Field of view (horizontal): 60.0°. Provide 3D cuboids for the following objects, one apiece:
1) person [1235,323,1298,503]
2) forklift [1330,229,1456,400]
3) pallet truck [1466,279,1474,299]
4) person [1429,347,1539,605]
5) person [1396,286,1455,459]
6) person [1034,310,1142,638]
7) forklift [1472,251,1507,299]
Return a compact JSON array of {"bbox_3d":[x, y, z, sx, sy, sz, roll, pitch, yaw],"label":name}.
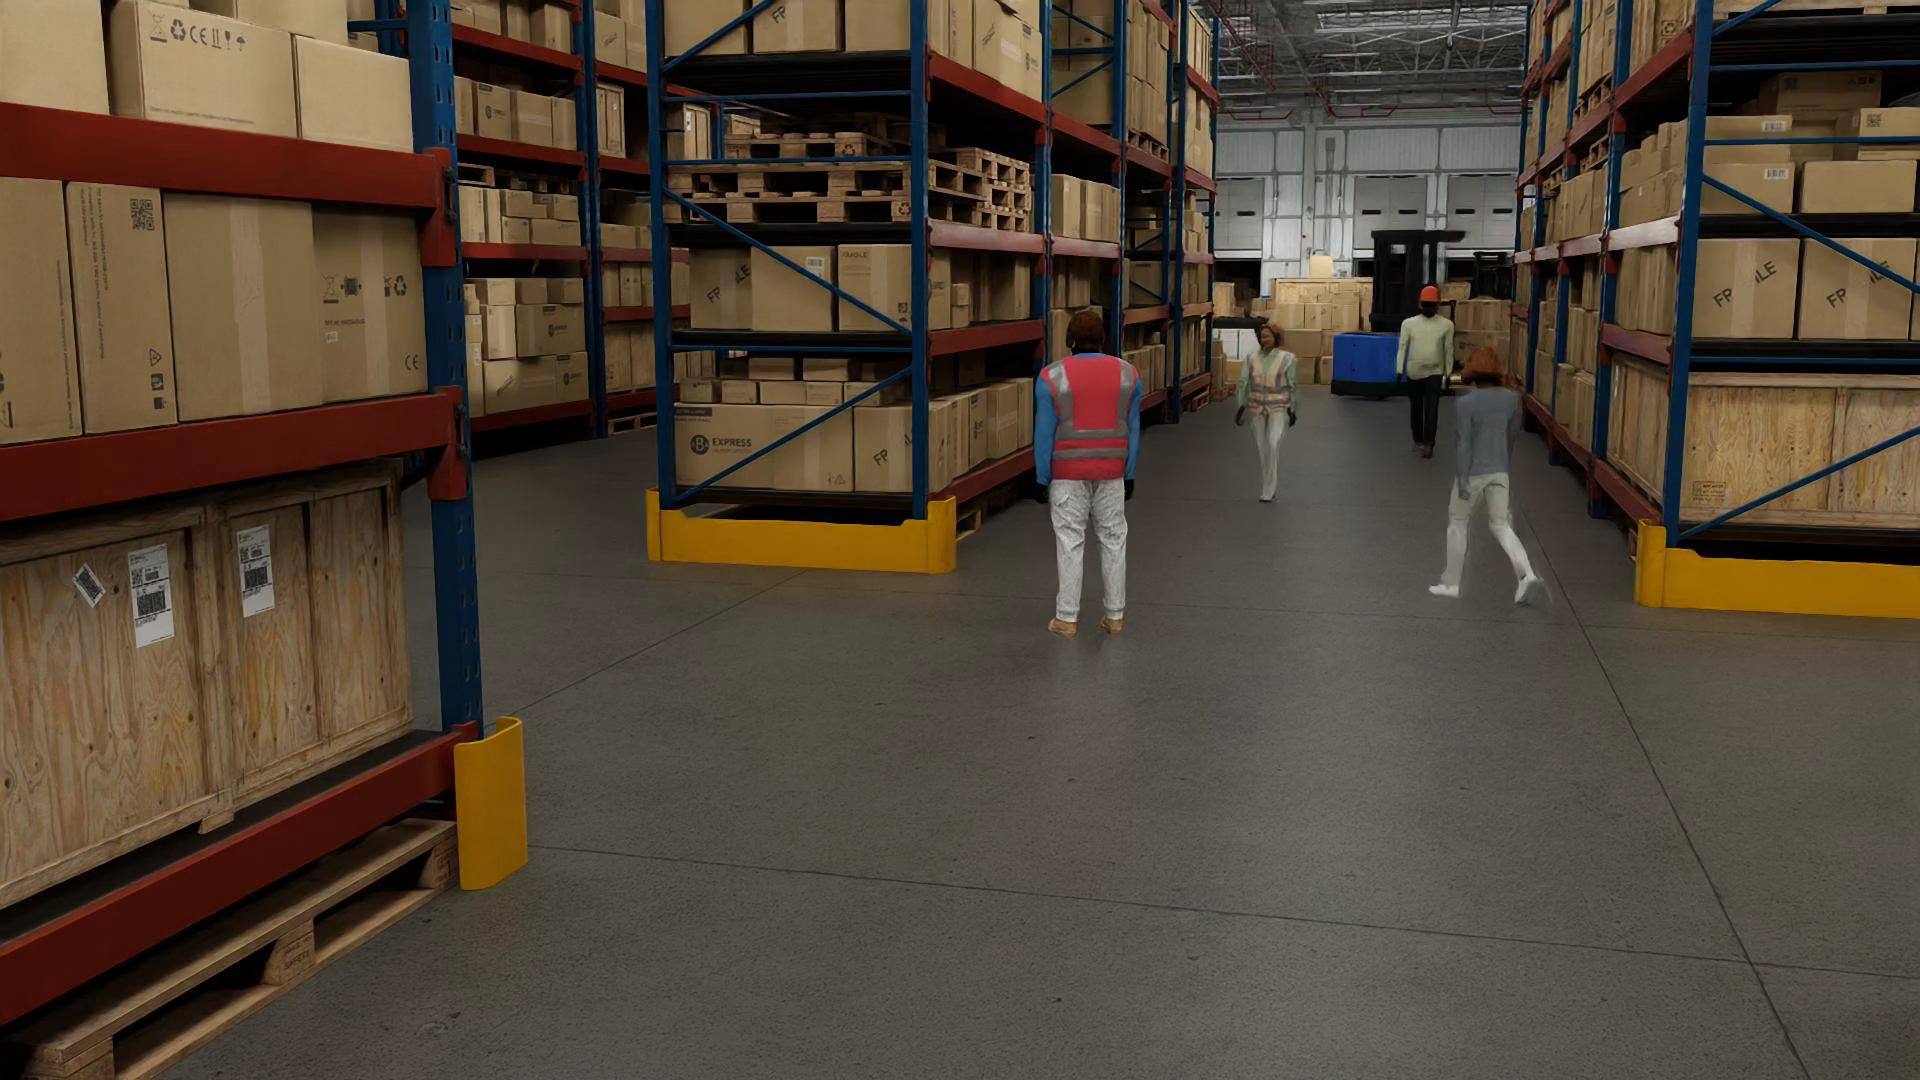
[{"bbox_3d":[2.736,-1.140,15.008,0.535,1.605,0.744,5,10,28],"label":"person"},{"bbox_3d":[7.288,-3.799,27.909,1.873,2.768,1.129,-5,10,-30],"label":"forklift"},{"bbox_3d":[18.896,-8.459,60.307,1.885,1.965,0.823,5,10,31],"label":"pallet truck"},{"bbox_3d":[3.297,-0.398,10.334,0.505,1.603,0.713,-3,9,-19],"label":"person"},{"bbox_3d":[5.298,-1.919,18.965,0.621,1.948,1.039,3,9,18],"label":"person"},{"bbox_3d":[0.706,-0.367,9.392,0.624,1.845,0.430,-2,9,-13],"label":"person"},{"bbox_3d":[15.886,-7.282,50.034,1.129,2.768,1.873,-2,9,-13],"label":"forklift"}]
